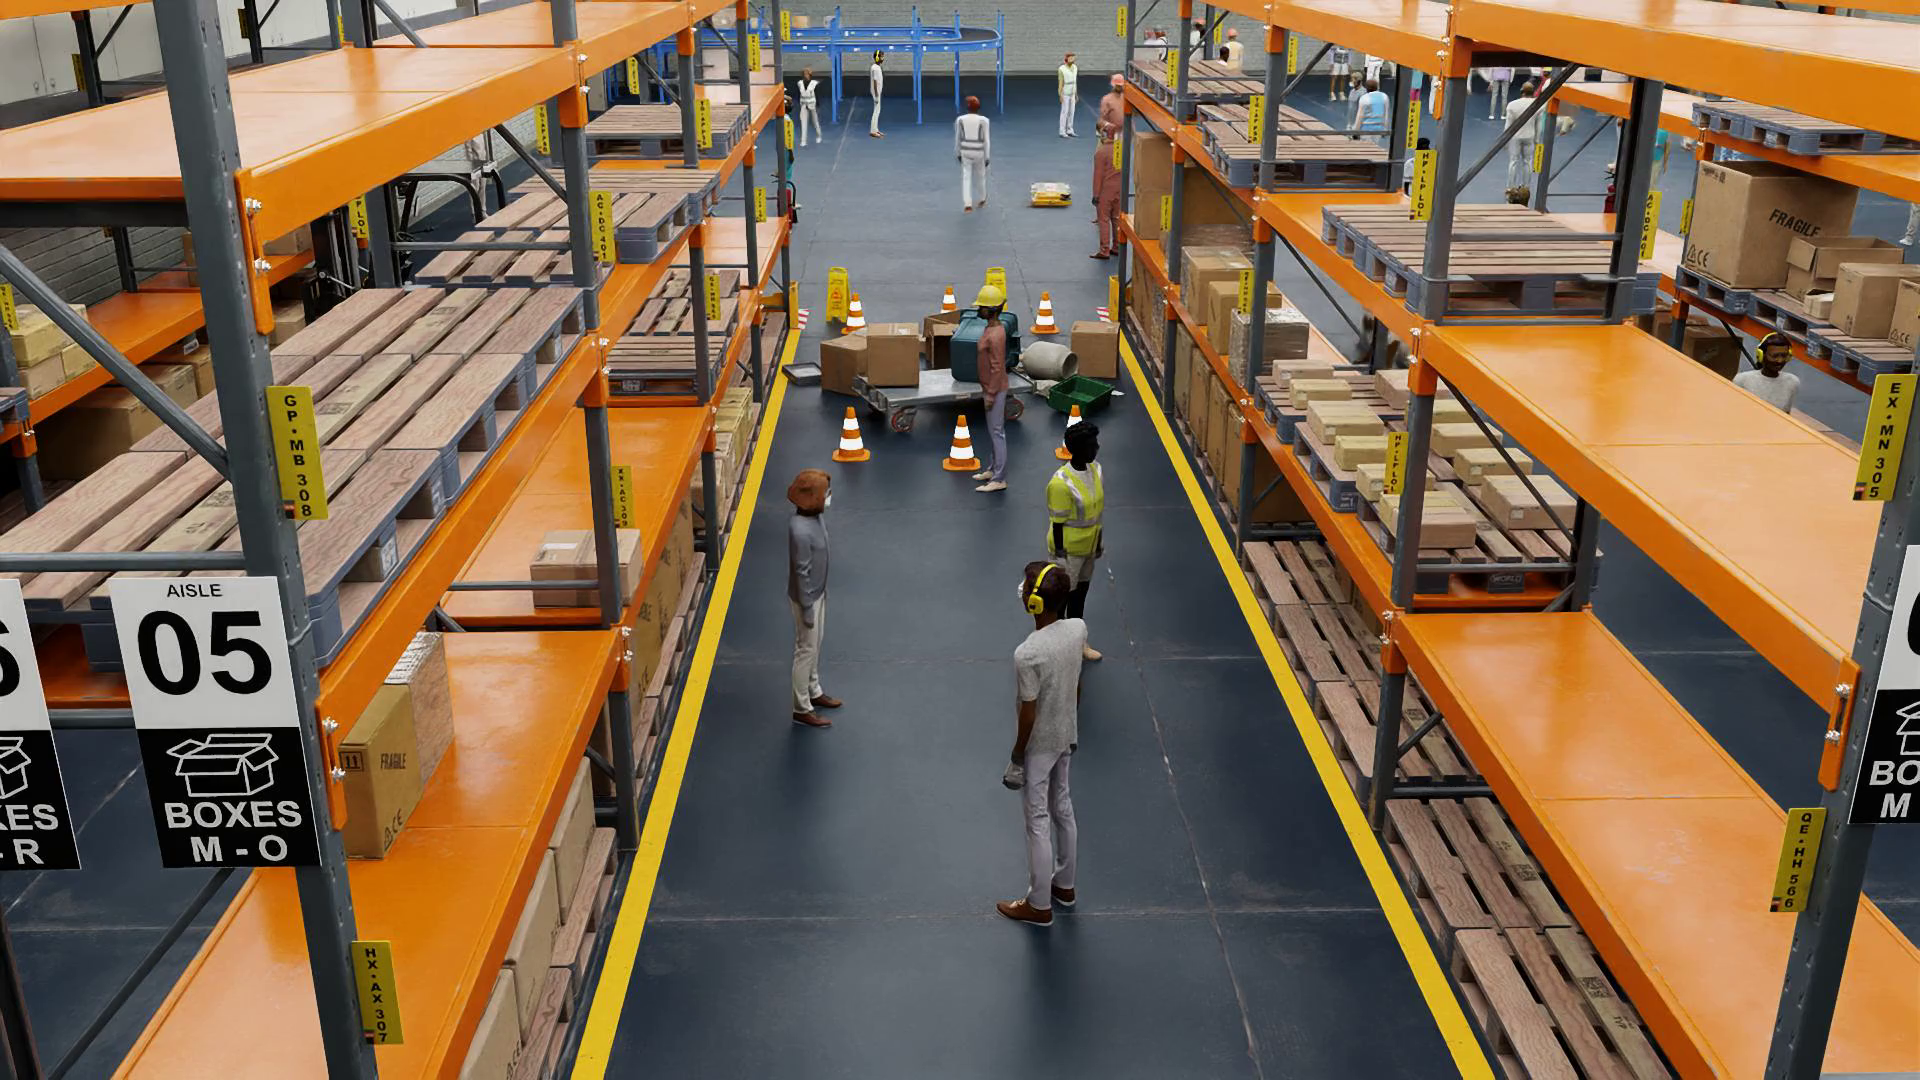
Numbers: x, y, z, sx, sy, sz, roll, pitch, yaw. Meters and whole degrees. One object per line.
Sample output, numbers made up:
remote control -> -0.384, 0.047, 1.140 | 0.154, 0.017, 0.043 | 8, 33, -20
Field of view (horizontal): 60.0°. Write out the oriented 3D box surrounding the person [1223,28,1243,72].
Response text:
person -> 6.905, -12.011, 42.265 | 0.561, 1.919, 0.628 | -6, 22, -17

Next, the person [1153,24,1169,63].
person -> 4.980, -11.985, 42.033 | 0.535, 2.000, 0.684 | 9, 23, 22

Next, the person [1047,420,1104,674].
person -> 0.744, 0.041, 10.731 | 0.319, 1.693, 0.535 | 15, 25, 34

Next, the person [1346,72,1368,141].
person -> 7.330, -7.676, 30.799 | 0.371, 1.930, 0.640 | -4, 21, -10

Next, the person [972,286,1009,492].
person -> 0.261, -1.286, 14.135 | 0.309, 1.769, 0.523 | -1, 21, -2

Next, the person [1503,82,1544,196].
person -> 9.744, -6.944, 28.850 | 0.629, 1.940, 0.379 | 3, 21, 8

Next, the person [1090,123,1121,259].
person -> 2.093, -4.975, 23.713 | 0.397, 1.898, 0.636 | 16, 26, 37

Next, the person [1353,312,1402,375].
person -> 4.282, -2.317, 16.672 | 0.548, 1.905, 0.568 | -13, 24, -31

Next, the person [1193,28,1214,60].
person -> 6.105, -11.919, 41.990 | 0.600, 1.949, 0.461 | 6, 22, 16

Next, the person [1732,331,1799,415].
person -> 5.842, -0.617, 12.222 | 0.519, 1.874, 0.326 | 0, 21, -1

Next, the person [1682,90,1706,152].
person -> 15.217, -8.932, 34.226 | 0.500, 1.853, 0.508 | 10, 23, 25

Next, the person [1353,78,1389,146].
person -> 7.553, -7.575, 30.665 | 0.628, 1.843, 0.442 | -9, 23, -23

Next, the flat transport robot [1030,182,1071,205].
flat transport robot -> 1.547, -5.960, 28.569 | 0.652, 0.197, 1.431 | 0, 21, 0

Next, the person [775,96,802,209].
person -> -2.881, -6.439, 27.645 | 0.343, 1.847, 0.506 | -9, 22, -22

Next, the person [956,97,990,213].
person -> 0.234, -6.389, 27.522 | 0.594, 1.828, 0.996 | 5, 21, 12

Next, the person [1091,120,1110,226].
person -> 2.252, -5.780, 26.211 | 0.288, 1.629, 0.501 | -3, 21, -8

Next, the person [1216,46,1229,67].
person -> 5.741, -9.929, 36.787 | 0.399, 1.909, 0.599 | -6, 22, -15

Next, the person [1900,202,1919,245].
person -> 14.326, -5.244, 24.640 | 0.484, 1.737, 0.322 | 2, 21, 6

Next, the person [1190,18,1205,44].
person -> 6.387, -12.936, 44.557 | 0.462, 2.023, 0.636 | -14, 25, -32

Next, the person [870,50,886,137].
person -> -1.818, -9.774, 36.457 | 0.341, 1.857, 0.518 | 1, 21, 2

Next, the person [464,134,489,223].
person -> -7.650, -5.910, 26.390 | 0.295, 1.745, 0.486 | 5, 21, 12

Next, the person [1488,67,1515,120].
person -> 12.861, -10.975, 39.528 | 0.588, 1.923, 0.383 | 8, 22, 20

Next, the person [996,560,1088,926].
person -> 0.395, 0.974, 8.011 | 0.328, 1.876, 0.513 | 15, 25, 34

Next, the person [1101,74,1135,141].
person -> 2.827, -7.324, 29.792 | 0.646, 1.980, 0.472 | -15, 25, -34

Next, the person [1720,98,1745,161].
person -> 15.298, -8.373, 32.676 | 0.390, 1.911, 0.584 | -14, 25, -32

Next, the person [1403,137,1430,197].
person -> 6.525, -4.896, 23.772 | 0.535, 1.697, 0.321 | -12, 24, -28

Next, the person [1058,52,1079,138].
person -> 2.346, -9.725, 36.356 | 0.403, 1.831, 0.572 | 17, 27, 38

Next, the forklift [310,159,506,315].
forklift -> -5.622, -2.910, 17.832 | 2.313, 2.155, 1.214 | -1, 21, -1

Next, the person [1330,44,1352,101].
person -> 9.940, -12.466, 43.350 | 0.672, 2.017, 0.422 | -7, 22, -18

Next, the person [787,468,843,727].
person -> -0.893, 0.340, 10.036 | 0.291, 1.625, 0.506 | 2, 21, 6

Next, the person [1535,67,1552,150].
person -> 12.130, -8.973, 34.453 | 0.328, 1.767, 0.532 | 12, 24, 28

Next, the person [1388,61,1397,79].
person -> 12.823, -14.474, 49.084 | 0.339, 1.706, 0.642 | 16, 26, 35

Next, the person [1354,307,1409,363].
person -> 4.711, -2.905, 18.249 | 0.603, 1.890, 1.013 | -3, 21, -8

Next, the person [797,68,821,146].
person -> -3.177, -9.209, 35.312 | 0.527, 1.602, 0.833 | 7, 22, 17

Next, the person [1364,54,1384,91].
person -> 10.764, -12.363, 43.263 | 0.564, 1.880, 0.359 | -11, 23, -27

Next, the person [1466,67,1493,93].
person -> 14.144, -13.151, 45.318 | 0.642, 1.906, 0.911 | -18, 27, -40
